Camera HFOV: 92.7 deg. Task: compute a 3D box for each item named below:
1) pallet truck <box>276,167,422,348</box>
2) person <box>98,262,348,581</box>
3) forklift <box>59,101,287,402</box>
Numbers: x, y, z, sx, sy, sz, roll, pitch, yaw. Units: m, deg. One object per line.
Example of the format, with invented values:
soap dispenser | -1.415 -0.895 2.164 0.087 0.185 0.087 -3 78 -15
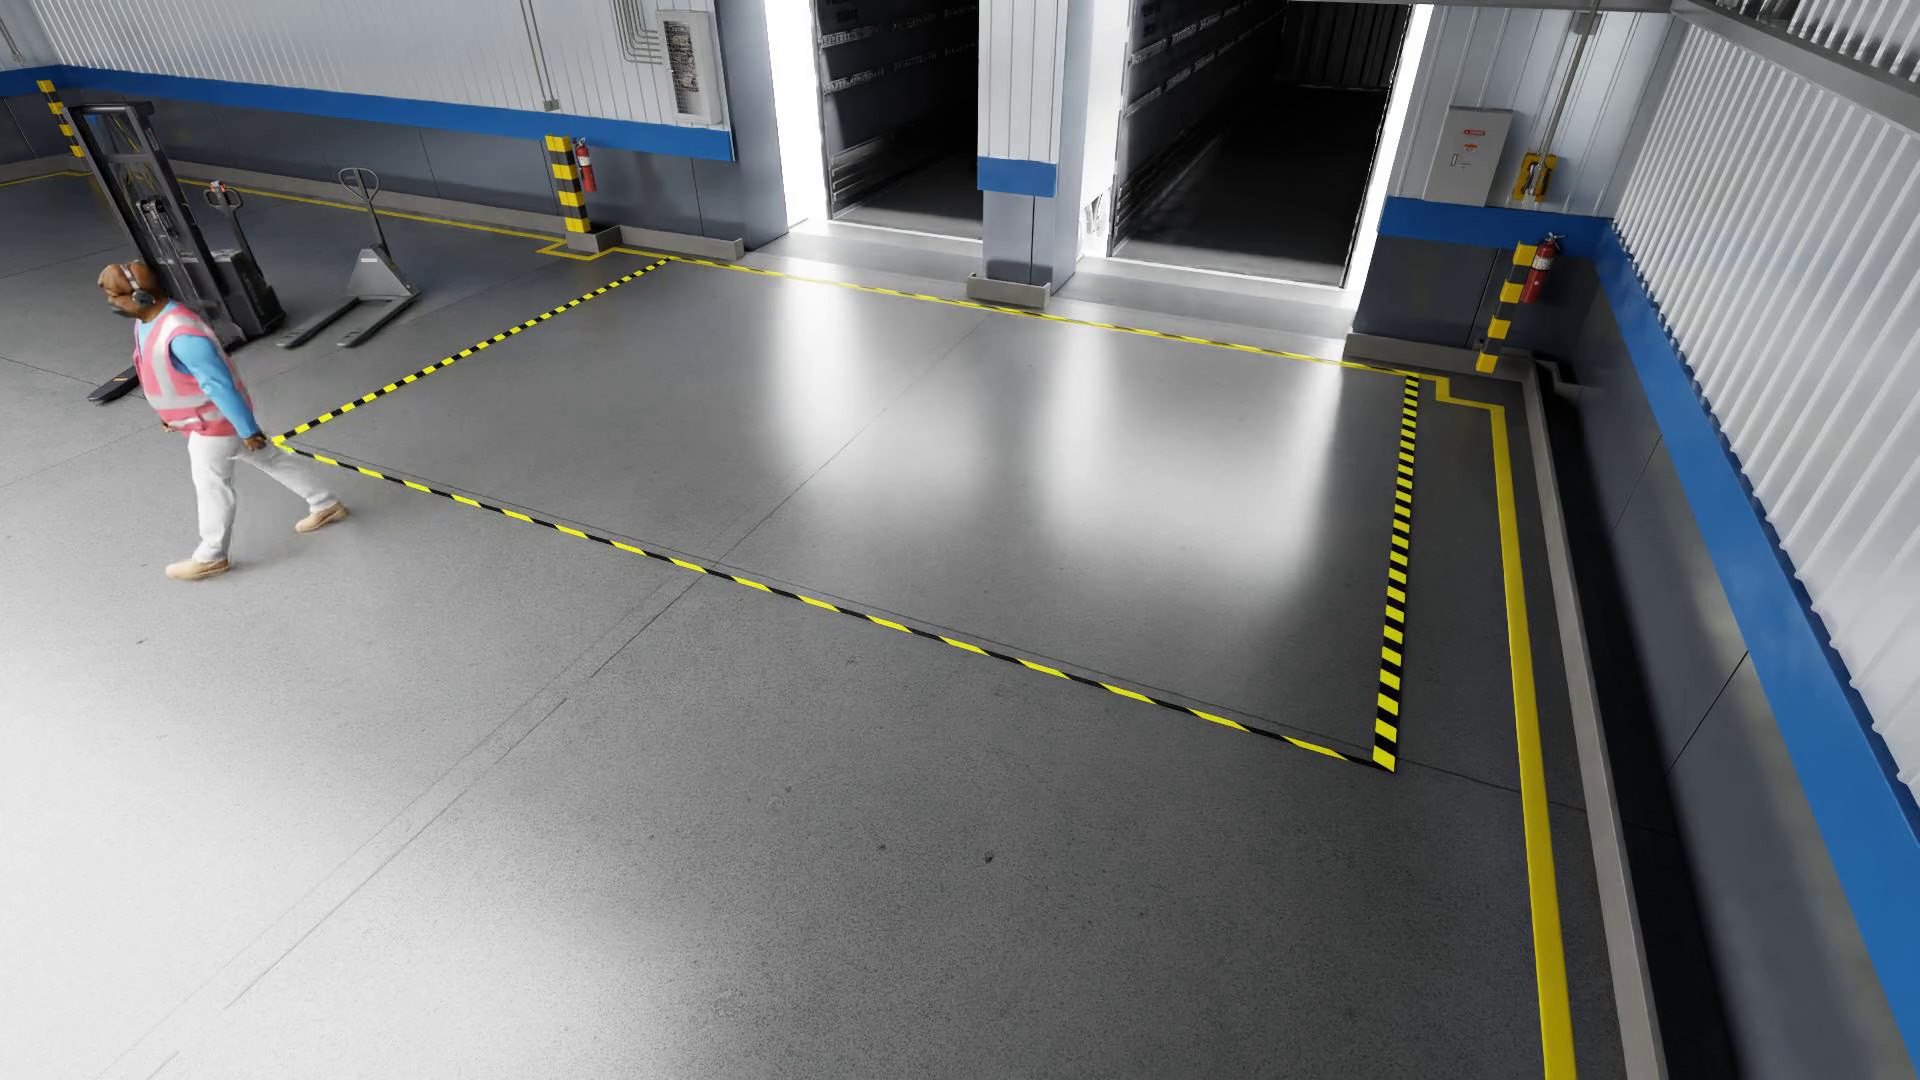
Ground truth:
pallet truck | -5.732 -2.611 8.414 0.680 1.201 1.601 -1 35 -1
person | -4.289 -0.675 5.161 0.971 1.790 0.622 -29 44 -35
forklift | -6.686 -2.387 7.434 0.823 1.965 1.885 -3 35 -5
